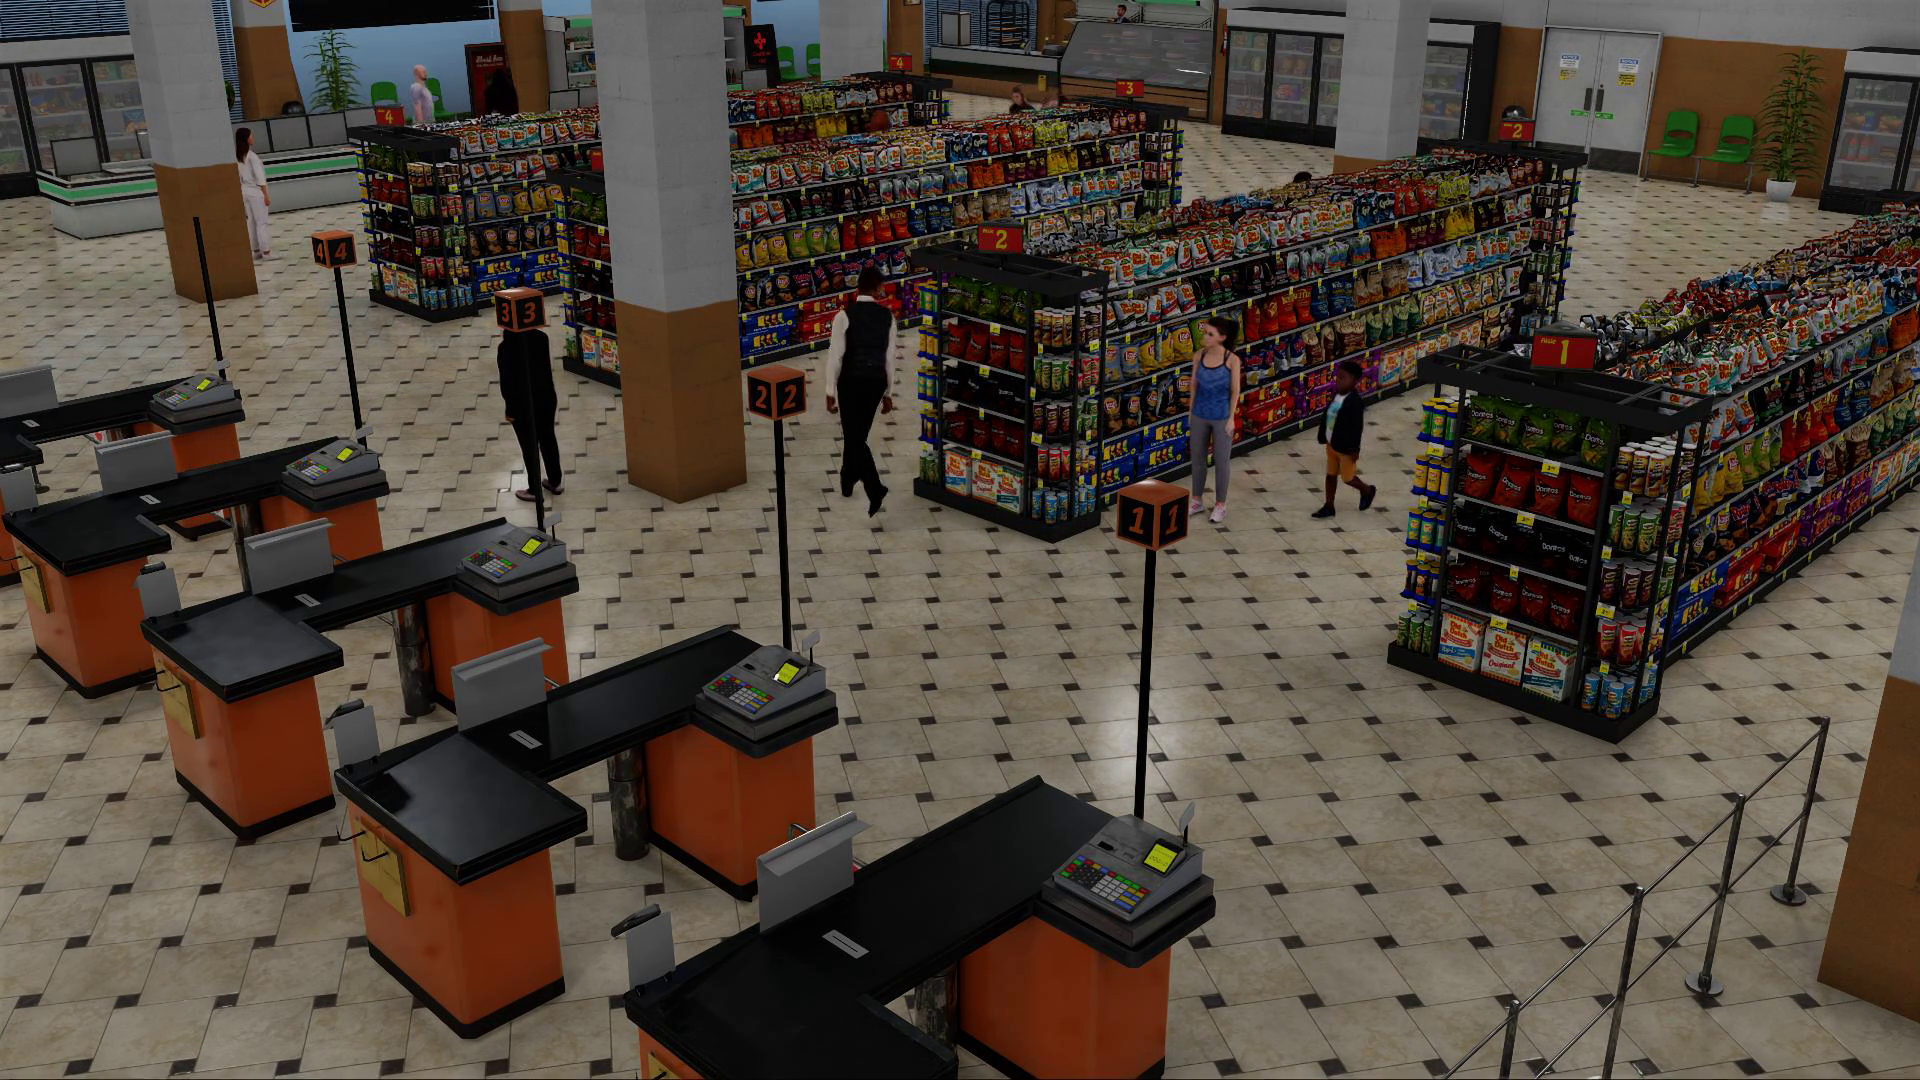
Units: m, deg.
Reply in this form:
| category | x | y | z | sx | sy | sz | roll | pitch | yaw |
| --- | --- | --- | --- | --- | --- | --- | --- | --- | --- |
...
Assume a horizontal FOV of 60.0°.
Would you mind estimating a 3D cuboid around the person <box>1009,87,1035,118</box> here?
| category | x | y | z | sx | sy | sz | roll | pitch | yaw |
| --- | --- | --- | --- | --- | --- | --- | --- | --- | --- |
| person | 1.033 | -6.103 | 25.541 | 0.644 | 1.667 | 0.731 | 17 | 28 | 37 |

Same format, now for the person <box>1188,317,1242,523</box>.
| category | x | y | z | sx | sy | sz | roll | pitch | yaw |
| --- | --- | --- | --- | --- | --- | --- | --- | --- | --- |
| person | 1.942 | -0.938 | 12.762 | 0.591 | 1.609 | 0.573 | 15 | 26 | 33 |

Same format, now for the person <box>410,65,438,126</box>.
| category | x | y | z | sx | sy | sz | roll | pitch | yaw |
| --- | --- | --- | --- | --- | --- | --- | --- | --- | --- |
| person | -8.778 | -6.723 | 26.912 | 1.280 | 1.794 | 1.244 | 1 | 22 | 3 |

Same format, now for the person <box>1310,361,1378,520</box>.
| category | x | y | z | sx | sy | sz | roll | pitch | yaw |
| --- | --- | --- | --- | --- | --- | --- | --- | --- | --- |
| person | 3.001 | -0.765 | 12.803 | 0.845 | 1.258 | 0.677 | -9 | 24 | -22 |

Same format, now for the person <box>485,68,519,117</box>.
| category | x | y | z | sx | sy | sz | roll | pitch | yaw |
| --- | --- | --- | --- | --- | --- | --- | --- | --- | --- |
| person | -7.467 | -6.784 | 27.138 | 0.998 | 1.740 | 0.980 | -6 | 23 | -15 |

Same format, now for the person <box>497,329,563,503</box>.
| category | x | y | z | sx | sy | sz | roll | pitch | yaw |
| --- | --- | --- | --- | --- | --- | --- | --- | --- | --- |
| person | -3.394 | -1.100 | 13.163 | 0.744 | 1.611 | 0.622 | 14 | 26 | 31 |

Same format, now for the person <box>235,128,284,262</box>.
| category | x | y | z | sx | sy | sz | roll | pitch | yaw |
| --- | --- | --- | --- | --- | --- | --- | --- | --- | --- |
| person | -9.079 | -4.448 | 21.391 | 0.642 | 1.688 | 0.605 | 14 | 26 | 30 |

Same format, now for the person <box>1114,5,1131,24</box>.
| category | x | y | z | sx | sy | sz | roll | pitch | yaw |
| --- | --- | --- | --- | --- | --- | --- | --- | --- | --- |
| person | 3.719 | -11.421 | 38.506 | 0.564 | 1.868 | 0.623 | -20 | 29 | -41 |

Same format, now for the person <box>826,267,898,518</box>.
| category | x | y | z | sx | sy | sz | roll | pitch | yaw |
| --- | --- | --- | --- | --- | --- | --- | --- | --- | --- |
| person | -0.729 | -1.116 | 12.860 | 1.272 | 1.868 | 1.114 | -10 | 24 | -23 |
